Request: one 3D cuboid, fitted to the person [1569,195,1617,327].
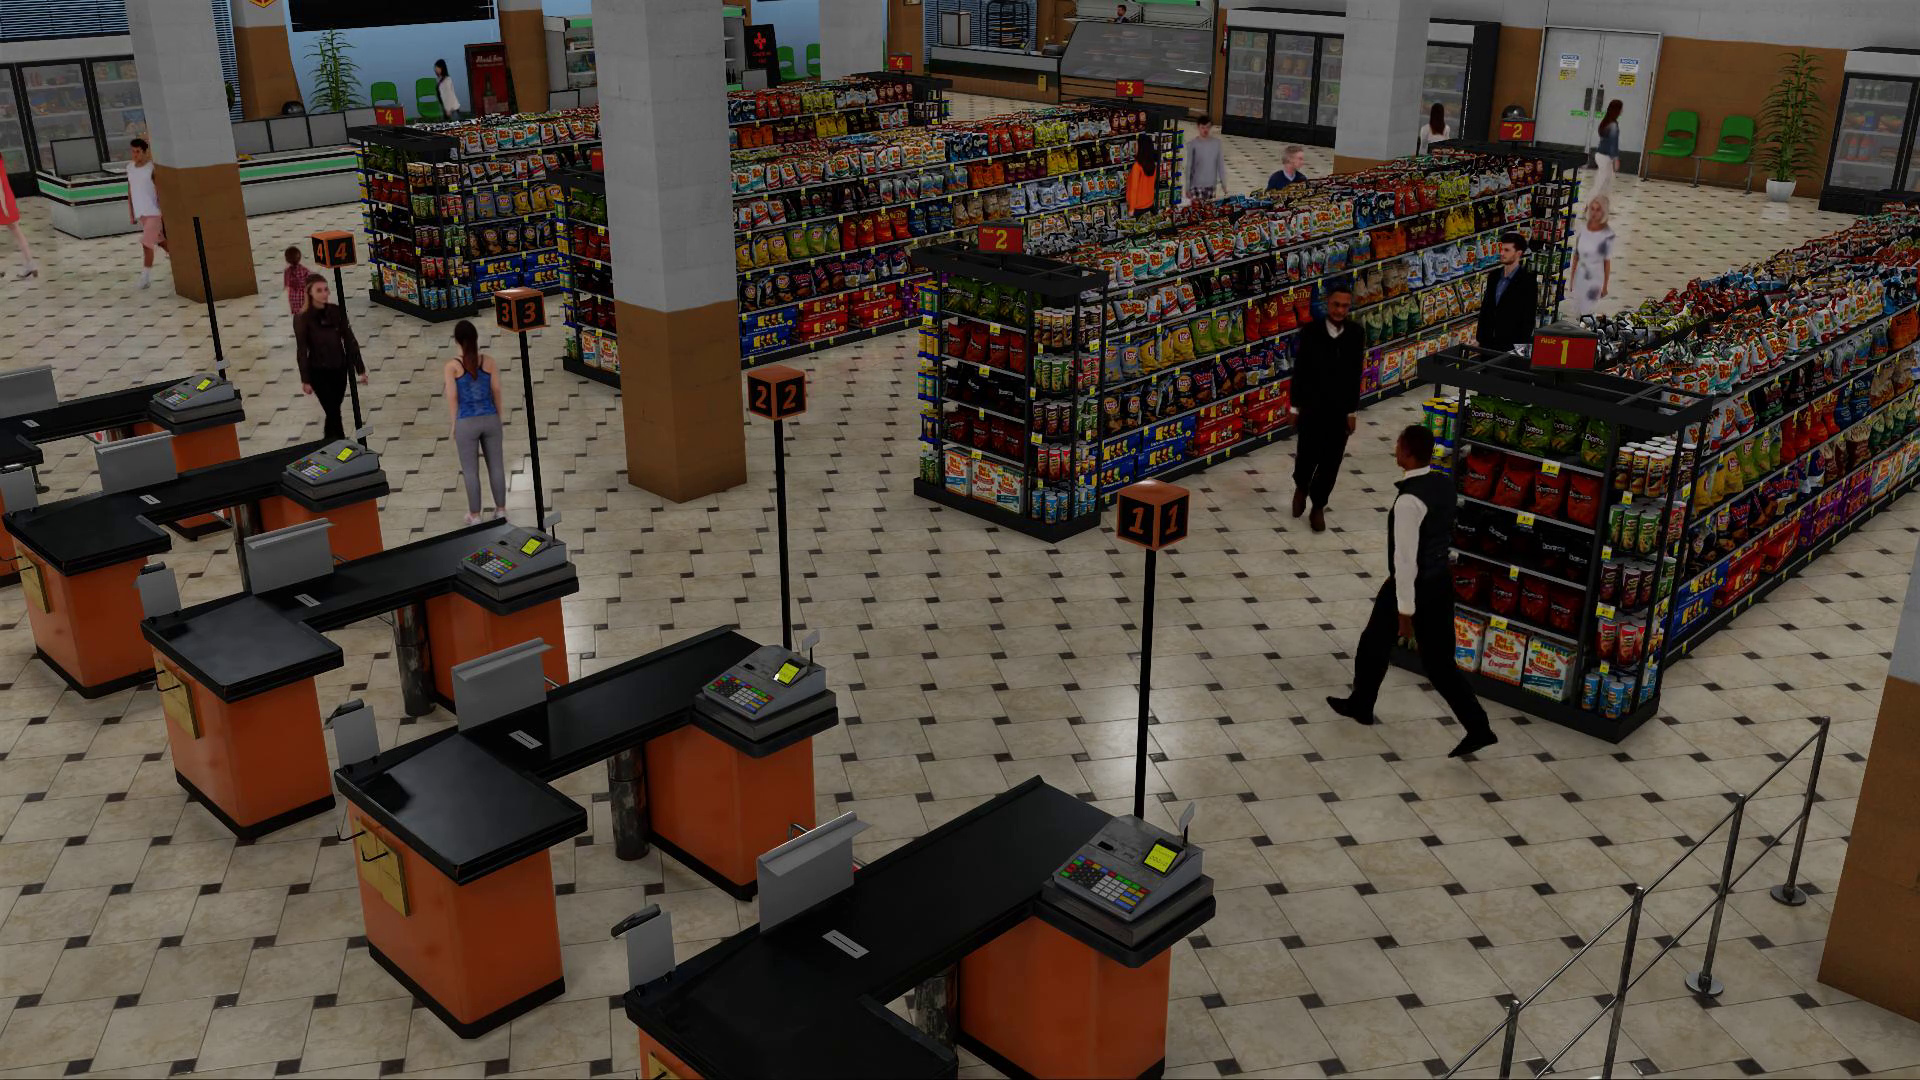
[{"bbox_3d":[6.375,-2.603,16.754,0.998,1.724,0.616,-18,28,-38],"label":"person"}]

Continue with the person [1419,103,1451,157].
[{"bbox_3d":[6.722,-5.353,23.645,0.664,1.688,0.749,-3,22,-8],"label":"person"}]

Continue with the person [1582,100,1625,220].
[{"bbox_3d":[9.174,-5.457,23.909,0.906,1.683,0.858,3,22,8],"label":"person"}]

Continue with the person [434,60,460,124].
[{"bbox_3d":[-9.085,-7.775,29.785,0.797,1.604,0.617,-18,28,-37],"label":"person"}]

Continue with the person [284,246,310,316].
[{"bbox_3d":[-7.034,-2.608,17.714,0.672,1.017,0.682,-5,22,-12],"label":"person"}]

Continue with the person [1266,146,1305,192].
[{"bbox_3d":[3.651,-3.530,18.865,0.647,1.869,0.813,-5,22,-12],"label":"person"}]

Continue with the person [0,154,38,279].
[{"bbox_3d":[-11.620,-4.092,20.352,0.929,1.804,0.820,-5,22,-12],"label":"person"}]

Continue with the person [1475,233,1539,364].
[{"bbox_3d":[4.672,-1.709,14.301,0.674,1.893,0.736,-14,26,-31],"label":"person"}]

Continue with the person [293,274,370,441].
[{"bbox_3d":[-5.263,-1.371,13.766,0.744,1.664,0.976,16,27,35],"label":"person"}]

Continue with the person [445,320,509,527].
[{"bbox_3d":[-3.664,-0.880,12.618,0.549,1.610,0.670,-13,25,-29],"label":"person"}]

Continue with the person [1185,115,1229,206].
[{"bbox_3d":[3.109,-4.587,21.547,0.787,1.830,0.858,-8,23,-19],"label":"person"}]

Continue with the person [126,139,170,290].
[{"bbox_3d":[-9.673,-3.931,20.036,0.949,1.739,1.269,10,24,23],"label":"person"}]

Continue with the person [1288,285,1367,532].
[{"bbox_3d":[2.775,-1.024,12.596,0.851,1.894,0.910,2,22,6],"label":"person"}]

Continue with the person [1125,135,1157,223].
[{"bbox_3d":[2.224,-4.070,20.369,0.721,1.749,0.561,13,25,30],"label":"person"}]

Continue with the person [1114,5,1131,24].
[{"bbox_3d":[3.719,-11.423,38.511,0.566,1.868,0.610,-20,30,-41],"label":"person"}]

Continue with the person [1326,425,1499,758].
[{"bbox_3d":[2.635,0.330,9.253,1.290,1.873,0.814,-17,28,-37],"label":"person"}]
